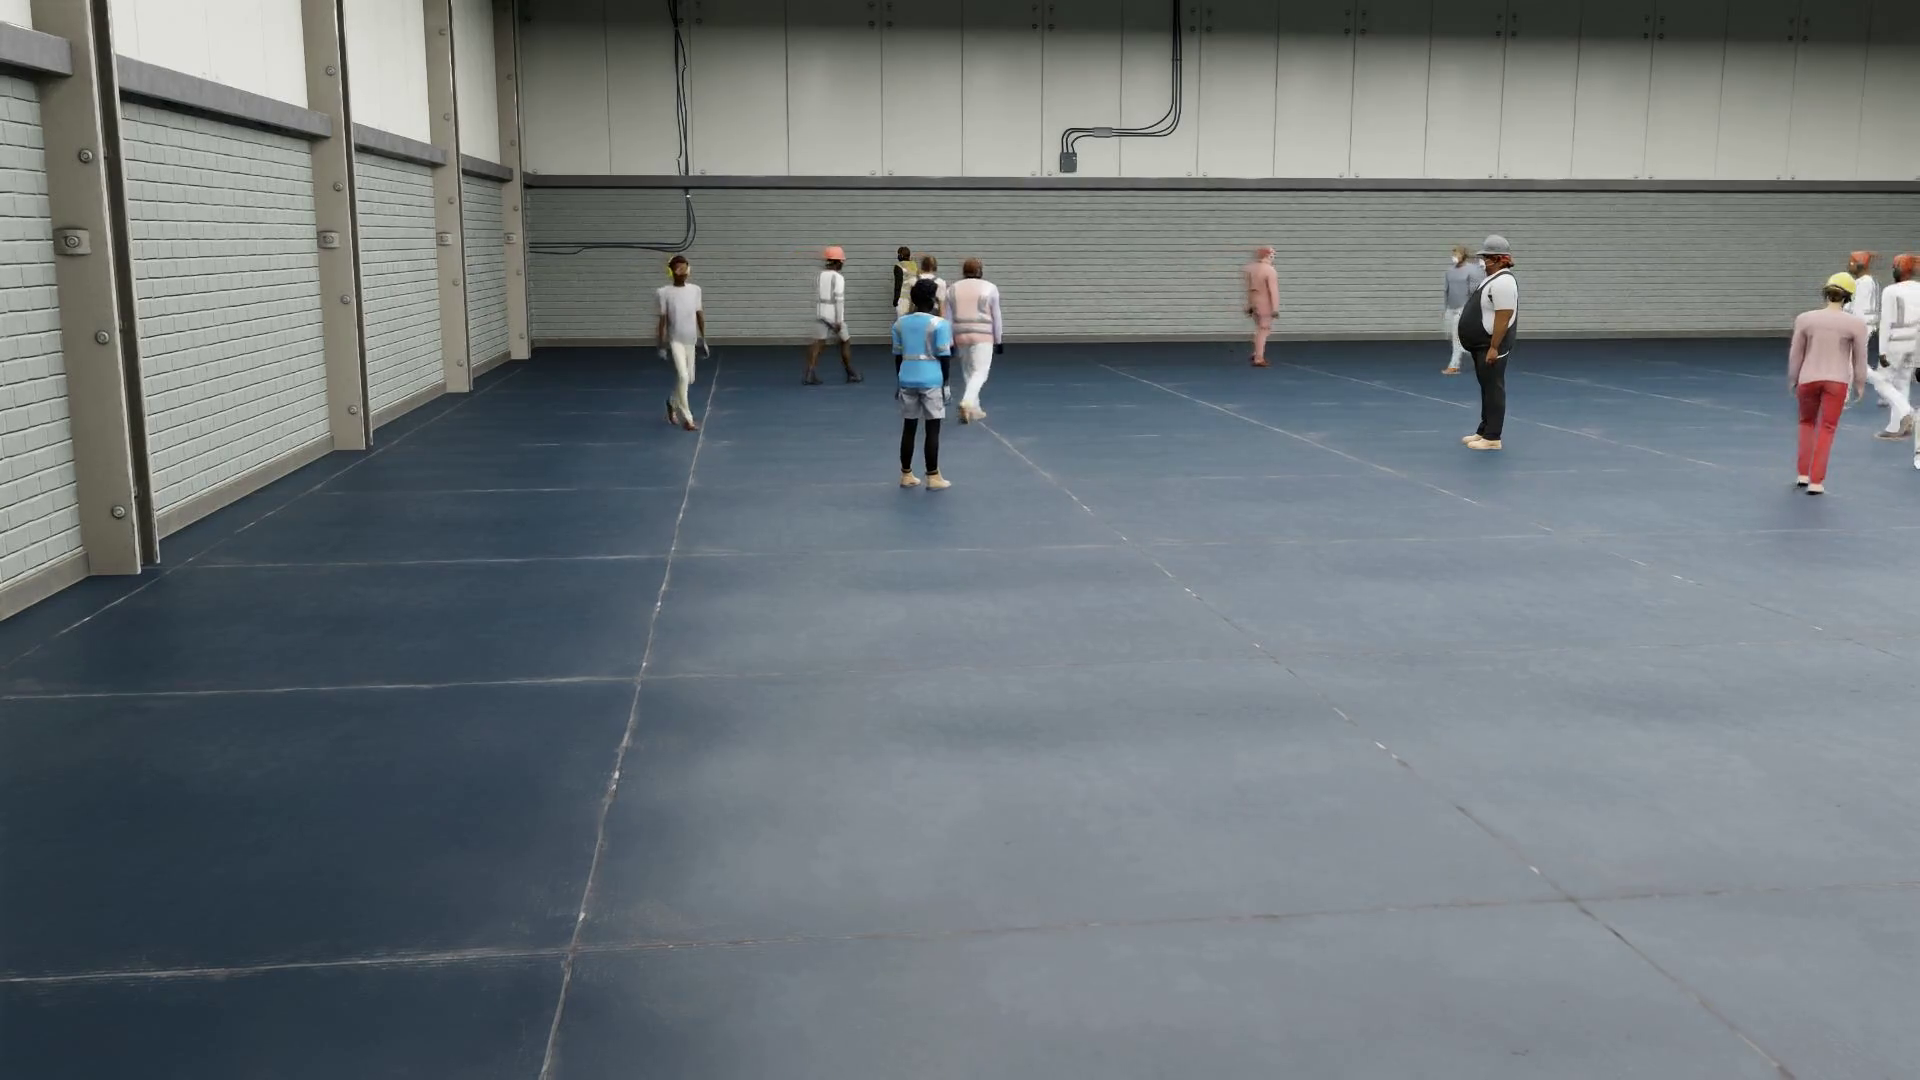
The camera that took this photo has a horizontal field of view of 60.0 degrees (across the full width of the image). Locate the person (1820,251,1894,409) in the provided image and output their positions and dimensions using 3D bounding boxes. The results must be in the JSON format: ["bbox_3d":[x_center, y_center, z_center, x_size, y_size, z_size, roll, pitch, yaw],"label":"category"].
[{"bbox_3d":[10.508,-2.427,19.372,0.698,1.864,0.589,4,11,20],"label":"person"}]

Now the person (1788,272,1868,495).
[{"bbox_3d":[6.881,-1.246,13.193,0.557,1.738,0.650,8,13,37],"label":"person"}]

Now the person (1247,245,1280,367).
[{"bbox_3d":[4.778,-3.639,25.919,0.480,1.890,0.685,-4,11,-20],"label":"person"}]

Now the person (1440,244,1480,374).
[{"bbox_3d":[7.450,-3.414,24.644,0.721,1.922,0.632,-5,12,-27],"label":"person"}]

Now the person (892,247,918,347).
[{"bbox_3d":[-1.028,-4.440,30.460,0.429,1.843,0.629,6,12,31],"label":"person"}]

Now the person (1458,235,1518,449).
[{"bbox_3d":[5.044,-1.891,15.939,0.537,2.000,0.678,2,11,11],"label":"person"}]

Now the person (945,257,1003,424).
[{"bbox_3d":[0.130,-2.182,18.182,0.623,1.812,0.853,5,11,25],"label":"person"}]

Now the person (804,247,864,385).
[{"bbox_3d":[-1.771,-3.073,22.883,0.548,1.891,0.999,10,14,43],"label":"person"}]

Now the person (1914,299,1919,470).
[{"bbox_3d":[8.601,-1.560,14.438,0.589,1.927,0.368,0,10,2],"label":"person"}]

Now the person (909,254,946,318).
[{"bbox_3d":[-0.444,-2.862,21.926,0.526,1.813,0.936,1,10,7],"label":"person"}]

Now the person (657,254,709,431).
[{"bbox_3d":[-2.966,-2.098,17.611,0.517,1.847,0.823,-8,13,-36],"label":"person"}]

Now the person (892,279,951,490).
[{"bbox_3d":[-0.309,-1.245,13.357,0.564,1.688,0.322,7,12,32],"label":"person"}]

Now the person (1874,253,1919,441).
[{"bbox_3d":[9.313,-1.884,16.377,0.574,1.868,0.554,-2,11,-11],"label":"person"}]
